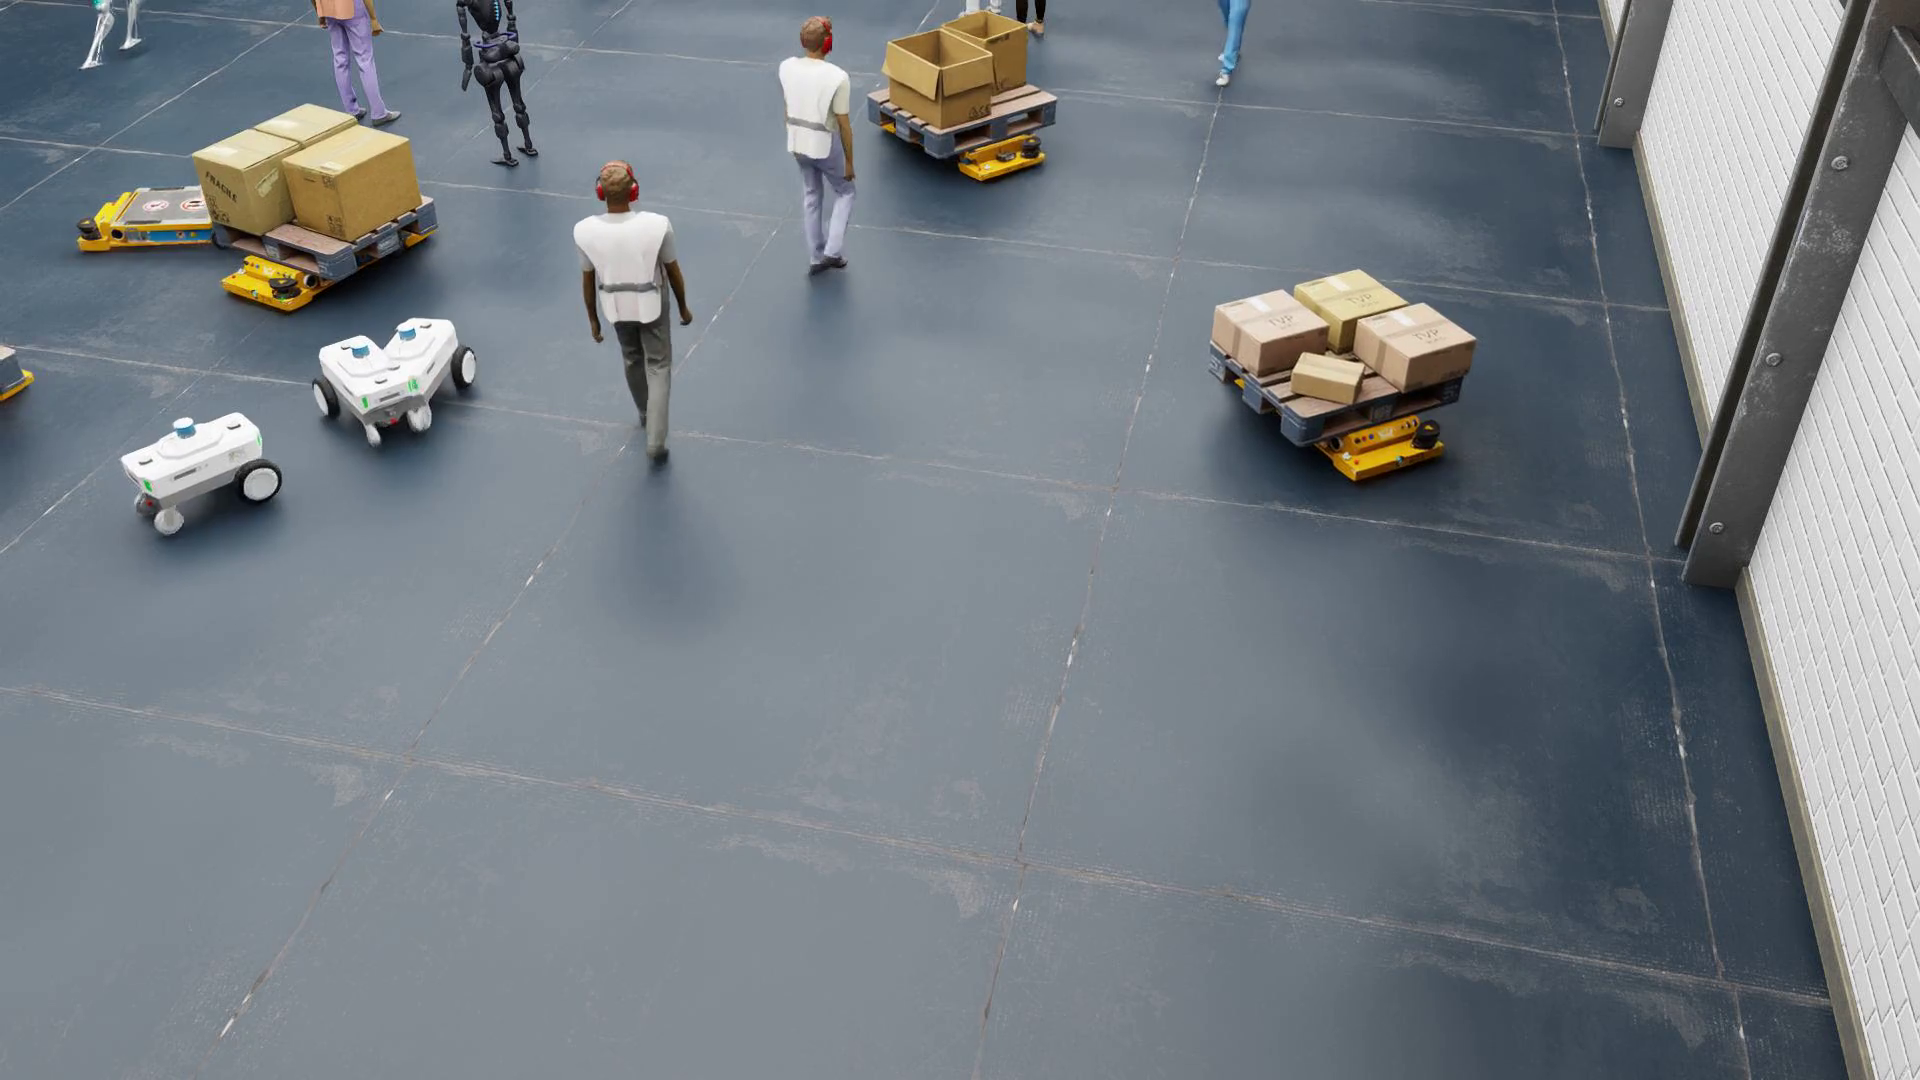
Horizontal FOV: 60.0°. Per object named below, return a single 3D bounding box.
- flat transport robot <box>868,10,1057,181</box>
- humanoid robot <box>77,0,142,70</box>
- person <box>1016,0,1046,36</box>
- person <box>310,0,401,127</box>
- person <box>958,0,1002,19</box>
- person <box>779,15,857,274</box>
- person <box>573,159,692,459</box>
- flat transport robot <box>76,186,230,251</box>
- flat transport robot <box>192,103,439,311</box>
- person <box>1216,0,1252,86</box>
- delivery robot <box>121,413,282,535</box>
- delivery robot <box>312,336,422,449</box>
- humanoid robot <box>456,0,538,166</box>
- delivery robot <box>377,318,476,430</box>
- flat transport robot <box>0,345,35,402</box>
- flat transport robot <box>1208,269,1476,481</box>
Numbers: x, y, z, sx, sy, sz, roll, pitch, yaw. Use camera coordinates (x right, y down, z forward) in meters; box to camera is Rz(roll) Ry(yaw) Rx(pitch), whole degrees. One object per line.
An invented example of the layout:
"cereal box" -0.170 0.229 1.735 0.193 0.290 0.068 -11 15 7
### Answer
"flat transport robot" 0.001 -3.343 13.693 0.659 0.231 1.431 -24 43 -28
"humanoid robot" -7.734 -5.131 14.860 0.549 1.744 0.974 11 38 15
"person" 0.612 -5.462 15.333 0.531 1.697 0.322 -27 44 -31
"person" -5.058 -4.314 13.682 0.568 1.834 0.392 10 38 13
"person" 0.199 -5.796 15.629 0.571 1.882 0.356 -16 40 -21
"person" -0.972 -2.700 11.532 0.580 1.823 0.451 18 40 22
"person" -1.884 -1.351 9.730 0.585 1.819 0.779 1 37 2
"flat transport robot" -5.763 -2.411 12.445 1.431 0.231 0.659 -3 37 -3
"flat transport robot" -4.550 -2.098 12.026 0.659 0.231 1.431 19 41 23
"person" 2.420 -4.953 14.668 0.513 1.680 0.851 19 41 23
"delivery robot" -4.366 -0.428 9.557 0.802 0.600 0.499 -30 46 -34
"delivery robot" -3.664 -0.960 10.278 0.499 0.611 0.792 -26 44 -30
"humanoid robot" -3.672 -3.789 13.101 0.315 1.657 0.599 23 43 28
"delivery robot" -3.411 -1.088 10.447 0.499 0.608 0.797 4 37 5
"flat transport robot" -6.564 -0.789 10.275 0.659 0.231 1.431 16 40 21
"flat transport robot" 2.305 -0.871 10.384 0.659 0.231 1.431 -16 40 -21
